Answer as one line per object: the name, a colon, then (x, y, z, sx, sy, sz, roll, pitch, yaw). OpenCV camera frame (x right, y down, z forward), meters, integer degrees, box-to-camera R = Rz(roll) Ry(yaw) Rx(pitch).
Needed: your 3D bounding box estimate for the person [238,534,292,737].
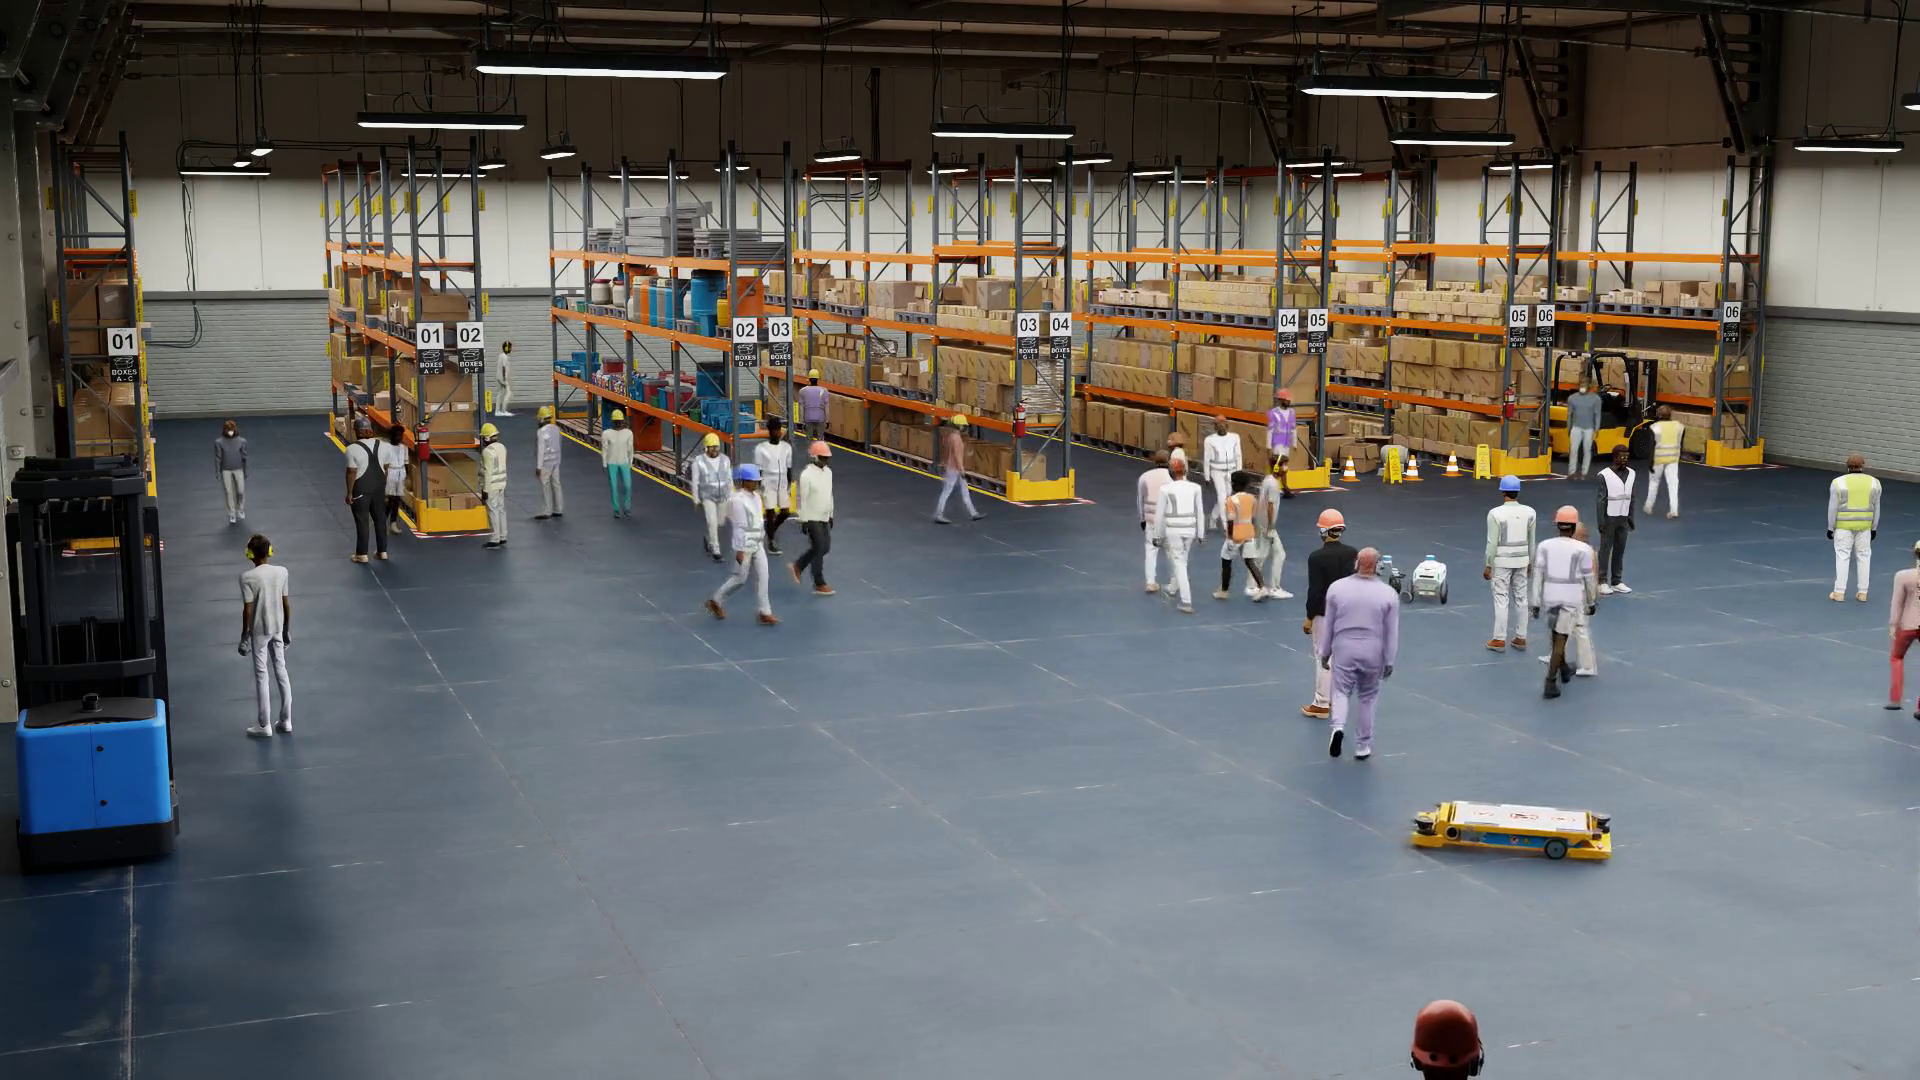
person: (-6.410, 0.871, 19.293, 0.328, 1.865, 0.521, 7, 11, 39)

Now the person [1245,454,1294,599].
person: (3.941, -0.171, 26.374, 0.707, 1.829, 0.600, 1, 9, 6)

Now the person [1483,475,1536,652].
person: (6.064, 0.250, 23.150, 0.615, 1.945, 0.405, -3, 9, -18)

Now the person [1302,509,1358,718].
person: (3.535, 0.695, 20.028, 0.613, 1.994, 0.381, -6, 10, -34)

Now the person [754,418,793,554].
person: (-2.683, -0.786, 30.041, 0.611, 1.947, 0.486, -5, 10, -32)

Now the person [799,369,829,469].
person: (-2.812, -2.331, 40.417, 0.585, 1.929, 0.371, 0, 9, 0)

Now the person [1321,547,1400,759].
person: (3.484, 1.015, 18.285, 0.680, 1.880, 0.619, 3, 9, 16)

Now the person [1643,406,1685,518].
person: (11.394, -1.272, 33.831, 0.628, 1.800, 0.950, 0, 9, 0)

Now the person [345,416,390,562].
person: (-8.351, -0.705, 29.350, 0.536, 2.000, 0.673, 7, 11, 39)

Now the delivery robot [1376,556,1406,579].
delivery robot: (5.368, 0.315, 26.304, 0.335, 0.223, 0.698, -2, 9, -10)

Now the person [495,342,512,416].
person: (-11.254, -3.973, 51.670, 0.433, 1.845, 0.556, -4, 10, -26)

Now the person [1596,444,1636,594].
person: (8.372, -0.278, 26.800, 0.589, 1.914, 0.377, -5, 10, -28)

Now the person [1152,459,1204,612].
person: (2.642, -0.085, 25.730, 0.590, 1.836, 0.961, -4, 9, -23)

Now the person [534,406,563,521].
person: (-6.569, -1.223, 33.352, 0.404, 1.830, 0.599, 4, 9, 24)

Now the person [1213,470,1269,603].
person: (3.535, -0.039, 26.057, 0.547, 1.658, 0.828, -7, 11, -40)

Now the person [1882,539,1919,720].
person: (9.132, 0.832, 19.990, 0.539, 1.734, 0.620, 1, 9, 8)

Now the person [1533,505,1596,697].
person: (6.101, 0.592, 21.079, 0.553, 1.880, 0.995, 7, 11, 40)

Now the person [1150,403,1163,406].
person: (4.500, -3.380, 47.422, 0.591, 1.926, 0.387, -1, 9, -7)

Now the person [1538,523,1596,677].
person: (6.354, 0.602, 21.925, 0.507, 1.598, 0.813, -7, 11, -38)

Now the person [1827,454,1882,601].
person: (11.165, -0.154, 26.213, 0.624, 1.838, 0.430, 1, 9, 5)

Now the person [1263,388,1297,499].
person: (5.545, -1.700, 36.345, 0.557, 1.903, 0.959, -5, 10, -29)

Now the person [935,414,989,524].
person: (0.008, -1.115, 32.999, 0.888, 1.719, 0.552, 1, 9, 3)

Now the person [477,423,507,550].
person: (-6.804, -0.787, 30.453, 0.404, 1.827, 0.600, 2, 9, 12)

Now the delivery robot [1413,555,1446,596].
delivery robot: (5.915, 0.436, 26.360, 0.477, 0.478, 0.707, 3, 9, 19)

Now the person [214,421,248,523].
person: (-11.513, -1.079, 33.105, 0.505, 1.622, 0.356, -3, 9, -20)

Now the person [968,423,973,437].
person: (0.135, -3.161, 45.997, 0.559, 1.917, 0.676, -3, 9, -16)

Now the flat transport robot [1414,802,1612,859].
flat transport robot: (4.200, 2.190, 15.916, 1.431, 0.197, 0.652, 2, 9, 16)

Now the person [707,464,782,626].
person: (-2.556, 0.046, 24.631, 0.872, 1.917, 0.619, 4, 9, 24)

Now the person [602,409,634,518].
person: (-5.474, -1.213, 33.558, 0.533, 1.752, 0.572, -3, 9, -16)

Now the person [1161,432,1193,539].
person: (3.165, -0.808, 31.339, 0.784, 1.591, 0.523, 4, 9, 23)

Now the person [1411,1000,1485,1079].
person: (1.701, 2.583, 7.436, 0.613, 1.994, 0.395, 2, 9, 13)

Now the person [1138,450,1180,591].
person: (2.617, -0.257, 27.001, 0.651, 1.807, 0.792, 5, 10, 28)

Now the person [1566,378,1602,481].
person: (11.396, -2.004, 38.354, 0.635, 1.901, 0.950, 4, 9, 24)

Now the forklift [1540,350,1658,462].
forklift: (12.897, -2.725, 42.309, 2.313, 2.155, 1.214, -3, 9, -21)

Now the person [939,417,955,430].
person: (-0.232, -2.886, 43.819, 0.622, 2.023, 0.807, -4, 9, -23)

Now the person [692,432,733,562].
person: (-3.493, -0.627, 29.469, 0.598, 1.805, 0.792, -5, 10, -32)

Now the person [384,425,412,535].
person: (-8.592, -0.911, 31.819, 0.442, 1.670, 0.570, 7, 11, 38)

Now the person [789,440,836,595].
person: (-1.893, -0.305, 26.798, 0.703, 1.975, 0.623, 5, 10, 31)

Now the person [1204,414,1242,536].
person: (3.965, -1.012, 31.872, 0.586, 1.859, 0.874, -2, 9, -15)

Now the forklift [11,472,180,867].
forklift: (-6.630, 0.886, 15.957, 1.129, 2.768, 1.873, -3, 9, -21)
